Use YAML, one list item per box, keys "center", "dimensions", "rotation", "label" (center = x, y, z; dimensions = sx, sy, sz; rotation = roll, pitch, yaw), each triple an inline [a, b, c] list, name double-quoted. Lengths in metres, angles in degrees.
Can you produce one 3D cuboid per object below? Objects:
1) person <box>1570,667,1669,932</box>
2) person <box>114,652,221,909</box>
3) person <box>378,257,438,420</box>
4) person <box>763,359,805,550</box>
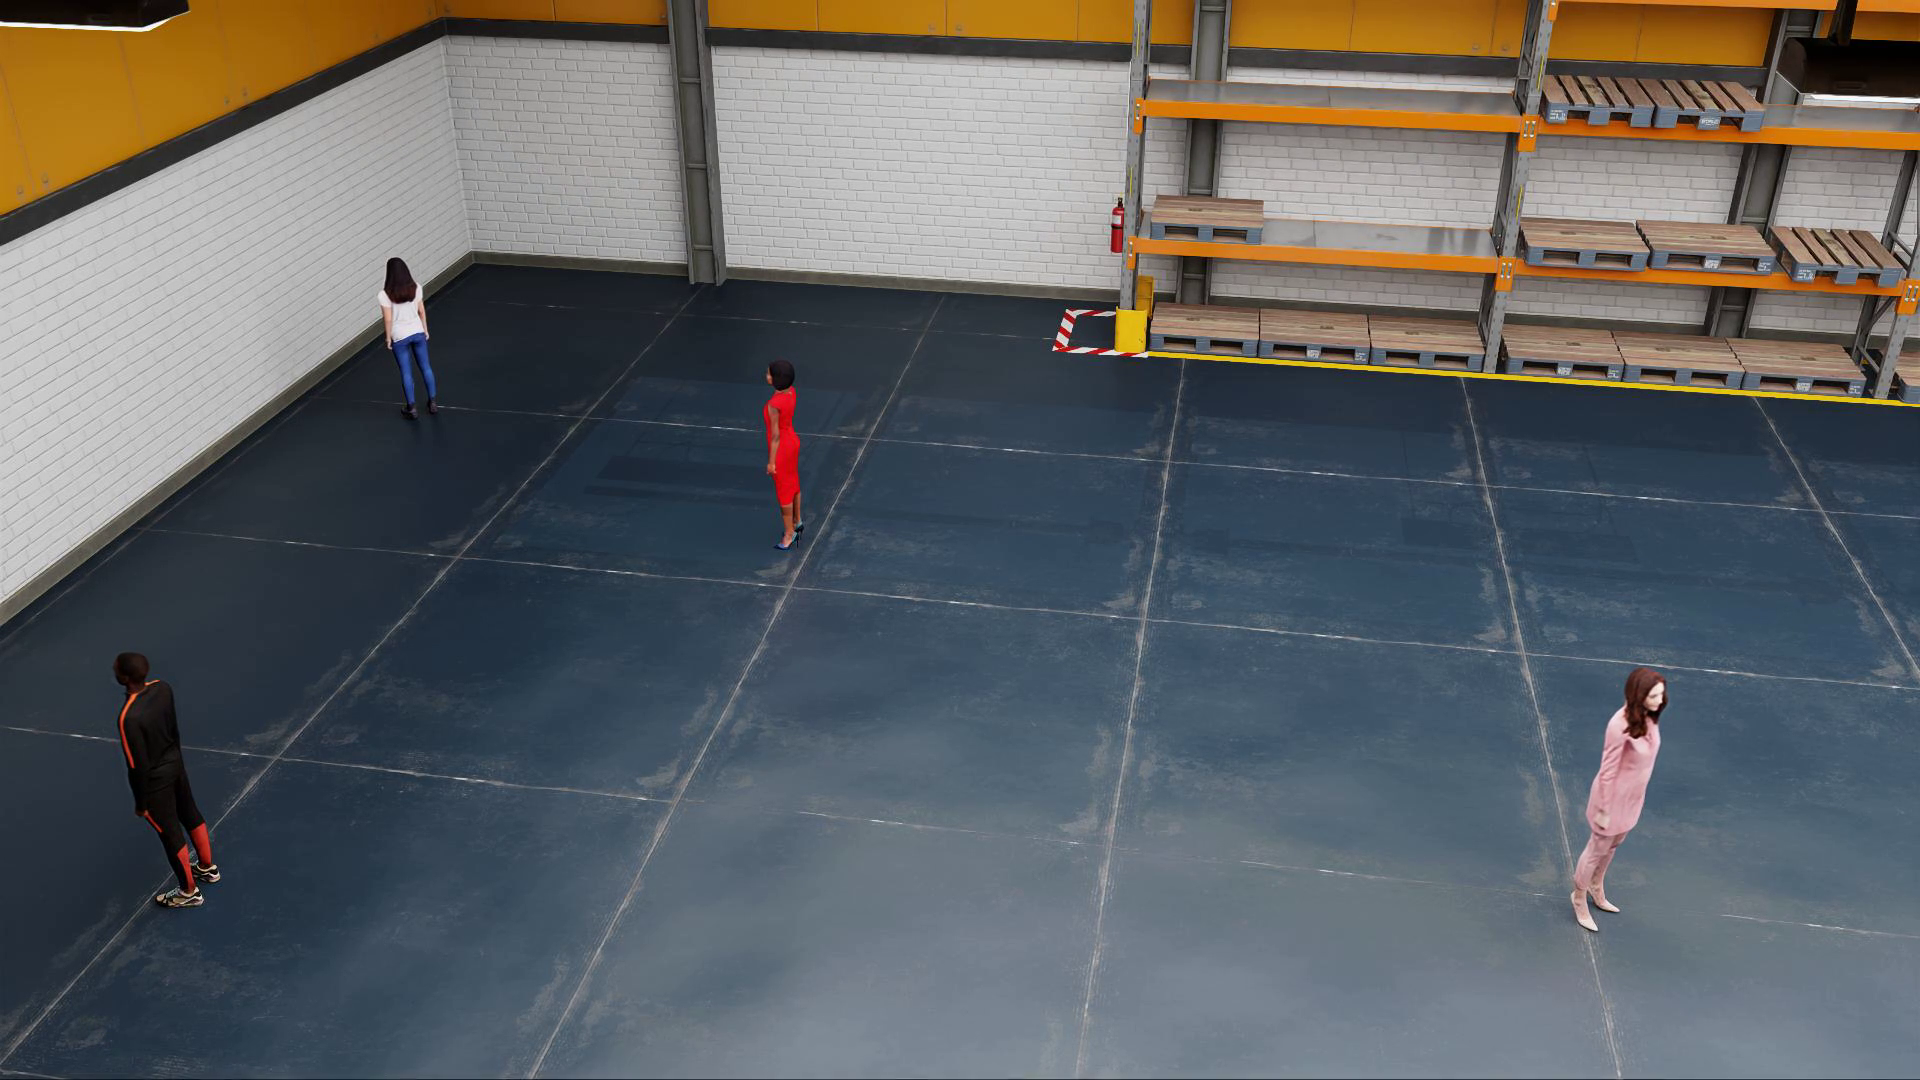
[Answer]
- center: [3.986, 1.551, 10.091]
  dimensions: [0.688, 1.803, 0.730]
  rotation: [-21, 35, -34]
  label: "person"
- center: [-4.925, 1.455, 10.260]
  dimensions: [0.524, 1.808, 0.617]
  rotation: [4, 29, 7]
  label: "person"
- center: [-5.565, -2.032, 16.782]
  dimensions: [0.671, 1.685, 0.719]
  rotation: [-21, 35, -33]
  label: "person"
- center: [-1.516, -0.744, 14.359]
  dimensions: [0.511, 1.744, 0.582]
  rotation: [7, 29, 13]
  label: "person"
